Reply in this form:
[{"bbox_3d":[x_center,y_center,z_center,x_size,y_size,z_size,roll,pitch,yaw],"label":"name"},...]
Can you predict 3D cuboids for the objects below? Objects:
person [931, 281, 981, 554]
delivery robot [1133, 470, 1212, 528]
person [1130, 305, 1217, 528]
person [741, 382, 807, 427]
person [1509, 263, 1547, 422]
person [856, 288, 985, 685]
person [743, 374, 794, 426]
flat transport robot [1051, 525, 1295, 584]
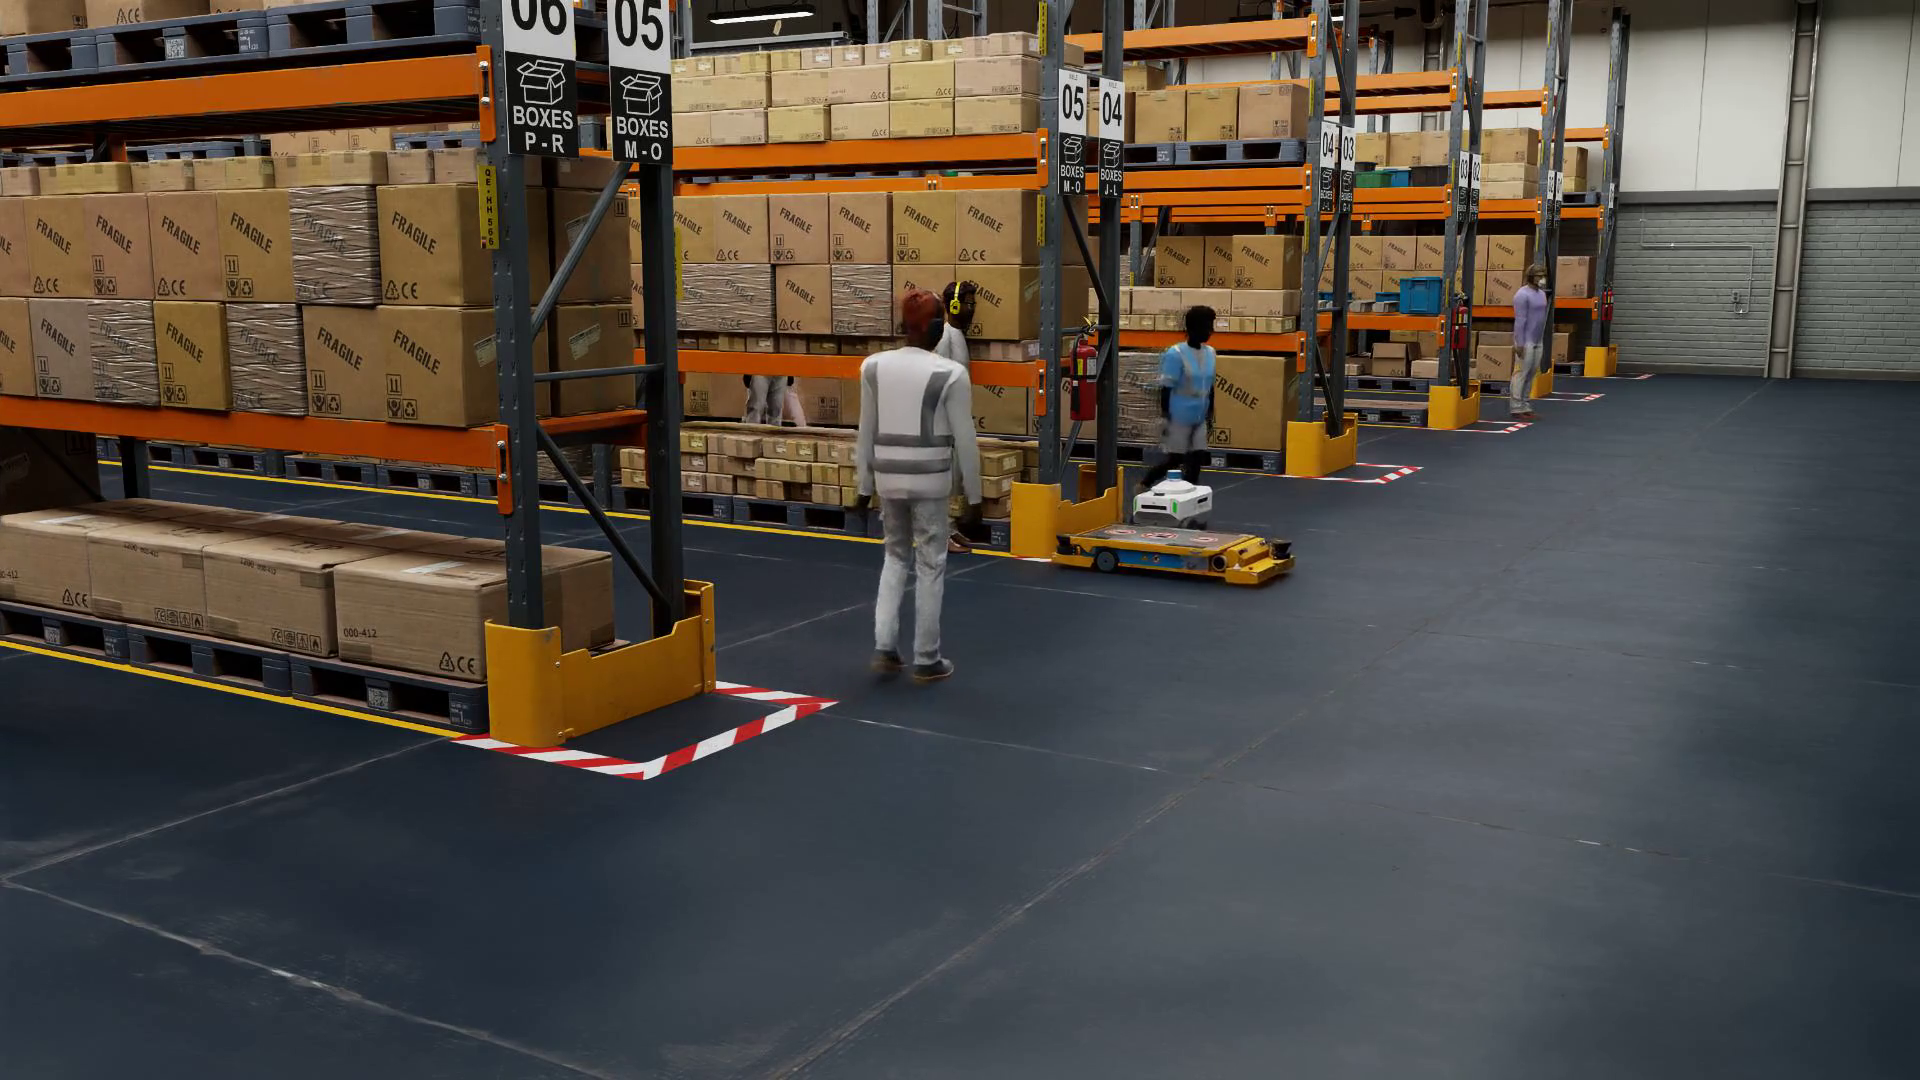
[{"bbox_3d":[-0.037,-0.835,11.412,0.332,1.860,0.511,2,10,13],"label":"person"},{"bbox_3d":[1.473,-0.241,11.465,0.477,0.478,0.707,6,11,29],"label":"delivery robot"},{"bbox_3d":[1.638,-0.933,12.510,0.544,1.680,0.568,-9,13,-42],"label":"person"},{"bbox_3d":[-2.003,-1.901,17.455,1.069,1.929,0.623,6,12,33],"label":"person"},{"bbox_3d":[7.016,-2.428,20.500,0.352,1.937,0.635,9,13,43],"label":"person"},{"bbox_3d":[-0.204,-0.240,7.851,0.633,1.879,0.385,5,11,28],"label":"person"},{"bbox_3d":[-1.872,-1.650,16.232,0.623,1.844,0.429,-10,14,-44],"label":"person"},{"bbox_3d":[1.371,0.071,10.744,1.431,0.197,0.652,6,11,31],"label":"flat transport robot"}]
